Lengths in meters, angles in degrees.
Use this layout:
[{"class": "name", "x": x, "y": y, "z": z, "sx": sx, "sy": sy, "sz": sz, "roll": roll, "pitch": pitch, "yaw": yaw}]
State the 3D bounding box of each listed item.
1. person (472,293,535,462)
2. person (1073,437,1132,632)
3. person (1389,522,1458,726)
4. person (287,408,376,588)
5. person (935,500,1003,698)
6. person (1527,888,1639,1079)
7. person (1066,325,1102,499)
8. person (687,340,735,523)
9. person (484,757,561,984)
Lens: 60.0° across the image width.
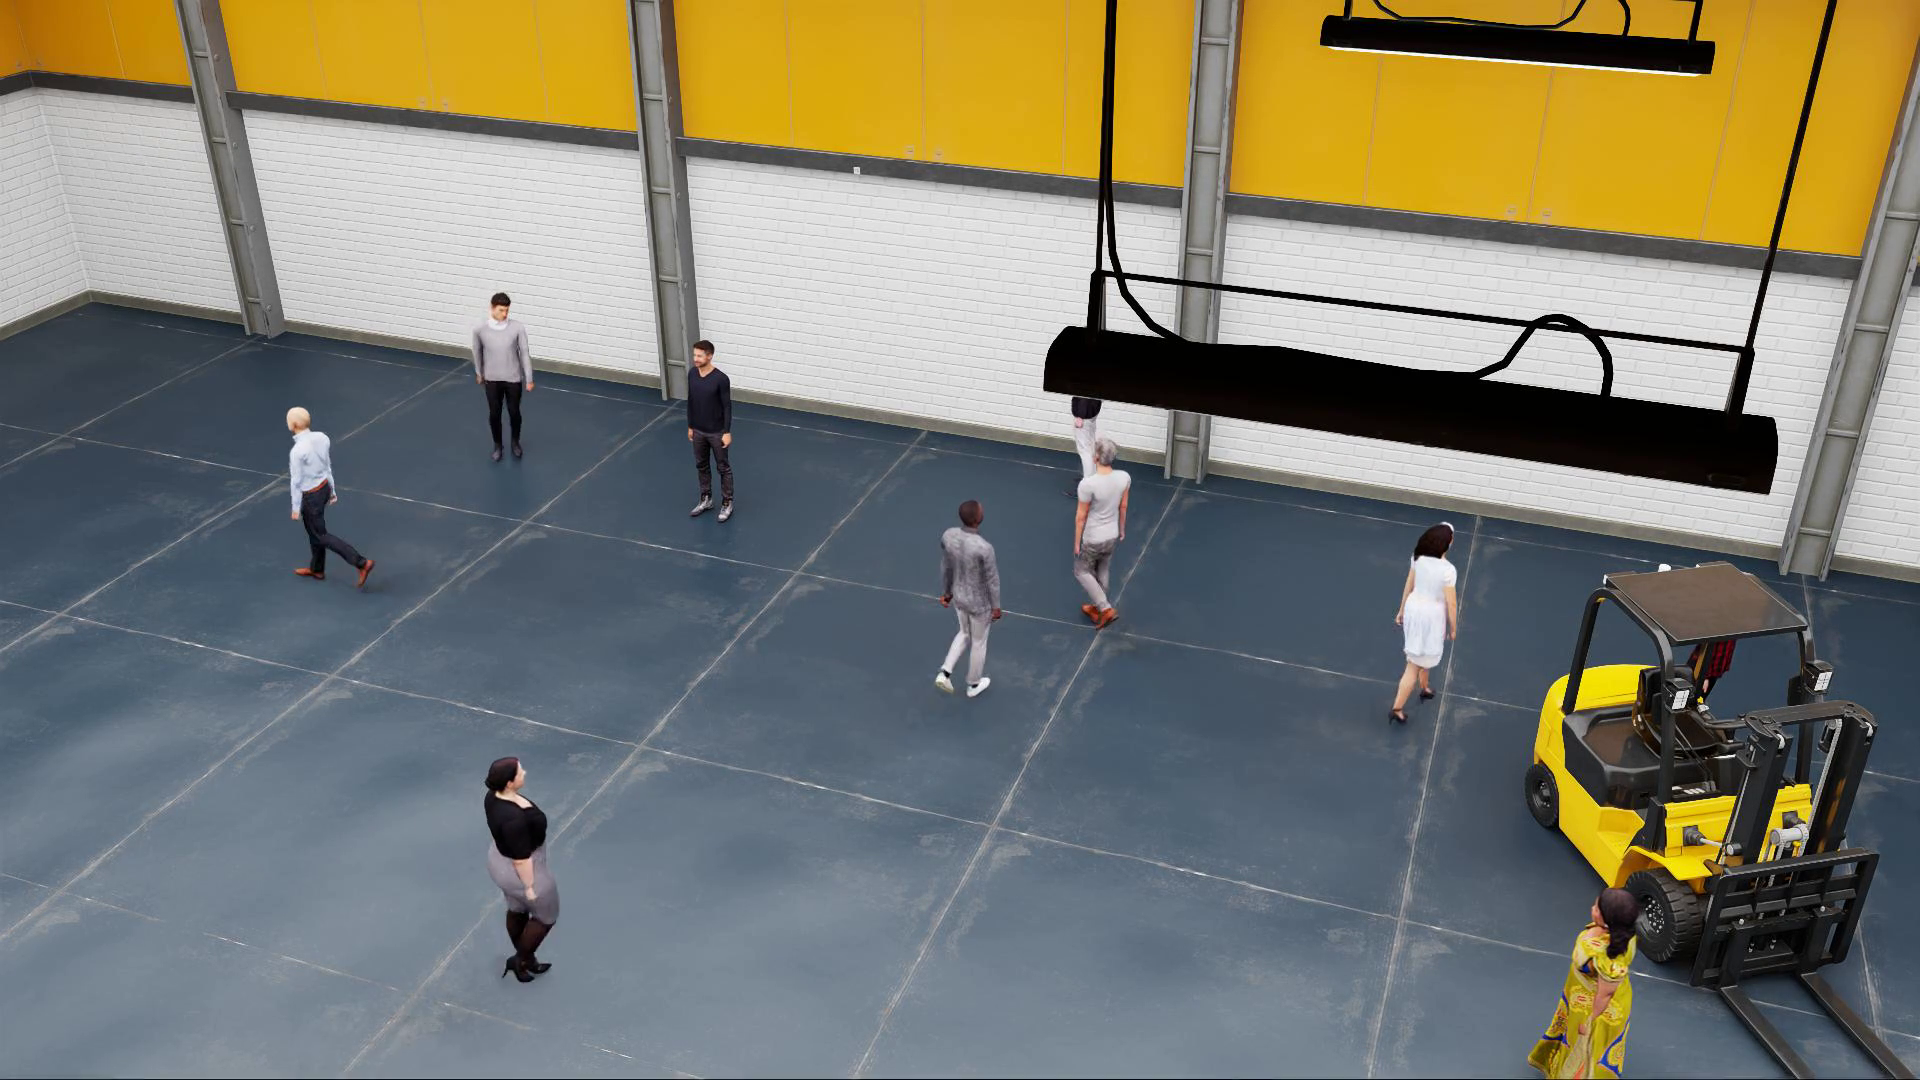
[{"class": "person", "x": -4.868, "y": -1.758, "z": 17.667, "sx": 0.836, "sy": 1.878, "sz": 0.946, "roll": 0, "pitch": 29, "yaw": 1}, {"class": "person", "x": 1.257, "y": 0.000, "z": 14.513, "sx": 0.959, "sy": 1.813, "sz": 1.033, "roll": -16, "pitch": 32, "yaw": -27}, {"class": "person", "x": 3.634, "y": 0.714, "z": 13.228, "sx": 0.997, "sy": 1.790, "sz": 0.997, "roll": -20, "pitch": 34, "yaw": -32}, {"class": "person", "x": -5.832, "y": -0.351, "z": 15.204, "sx": 1.173, "sy": 1.767, "sz": 0.804, "roll": 4, "pitch": 29, "yaw": 8}, {"class": "person", "x": 0.042, "y": 0.526, "z": 13.537, "sx": 0.877, "sy": 1.825, "sz": 0.906, "roll": 22, "pitch": 36, "yaw": 35}, {"class": "person", "x": 3.722, "y": 2.700, "z": 9.724, "sx": 0.740, "sy": 1.659, "sz": 0.834, "roll": 11, "pitch": 30, "yaw": 19}, {"class": "person", "x": 1.300, "y": -1.305, "z": 16.878, "sx": 0.538, "sy": 1.841, "sz": 0.671, "roll": 12, "pitch": 31, "yaw": 21}, {"class": "person", "x": -2.475, "y": -1.103, "z": 16.475, "sx": 0.491, "sy": 1.870, "sz": 0.709, "roll": 12, "pitch": 31, "yaw": 21}, {"class": "person", "x": -2.896, "y": 2.160, "z": 10.619, "sx": 0.869, "sy": 1.749, "sz": 0.796, "roll": -17, "pitch": 33, "yaw": -28}]
